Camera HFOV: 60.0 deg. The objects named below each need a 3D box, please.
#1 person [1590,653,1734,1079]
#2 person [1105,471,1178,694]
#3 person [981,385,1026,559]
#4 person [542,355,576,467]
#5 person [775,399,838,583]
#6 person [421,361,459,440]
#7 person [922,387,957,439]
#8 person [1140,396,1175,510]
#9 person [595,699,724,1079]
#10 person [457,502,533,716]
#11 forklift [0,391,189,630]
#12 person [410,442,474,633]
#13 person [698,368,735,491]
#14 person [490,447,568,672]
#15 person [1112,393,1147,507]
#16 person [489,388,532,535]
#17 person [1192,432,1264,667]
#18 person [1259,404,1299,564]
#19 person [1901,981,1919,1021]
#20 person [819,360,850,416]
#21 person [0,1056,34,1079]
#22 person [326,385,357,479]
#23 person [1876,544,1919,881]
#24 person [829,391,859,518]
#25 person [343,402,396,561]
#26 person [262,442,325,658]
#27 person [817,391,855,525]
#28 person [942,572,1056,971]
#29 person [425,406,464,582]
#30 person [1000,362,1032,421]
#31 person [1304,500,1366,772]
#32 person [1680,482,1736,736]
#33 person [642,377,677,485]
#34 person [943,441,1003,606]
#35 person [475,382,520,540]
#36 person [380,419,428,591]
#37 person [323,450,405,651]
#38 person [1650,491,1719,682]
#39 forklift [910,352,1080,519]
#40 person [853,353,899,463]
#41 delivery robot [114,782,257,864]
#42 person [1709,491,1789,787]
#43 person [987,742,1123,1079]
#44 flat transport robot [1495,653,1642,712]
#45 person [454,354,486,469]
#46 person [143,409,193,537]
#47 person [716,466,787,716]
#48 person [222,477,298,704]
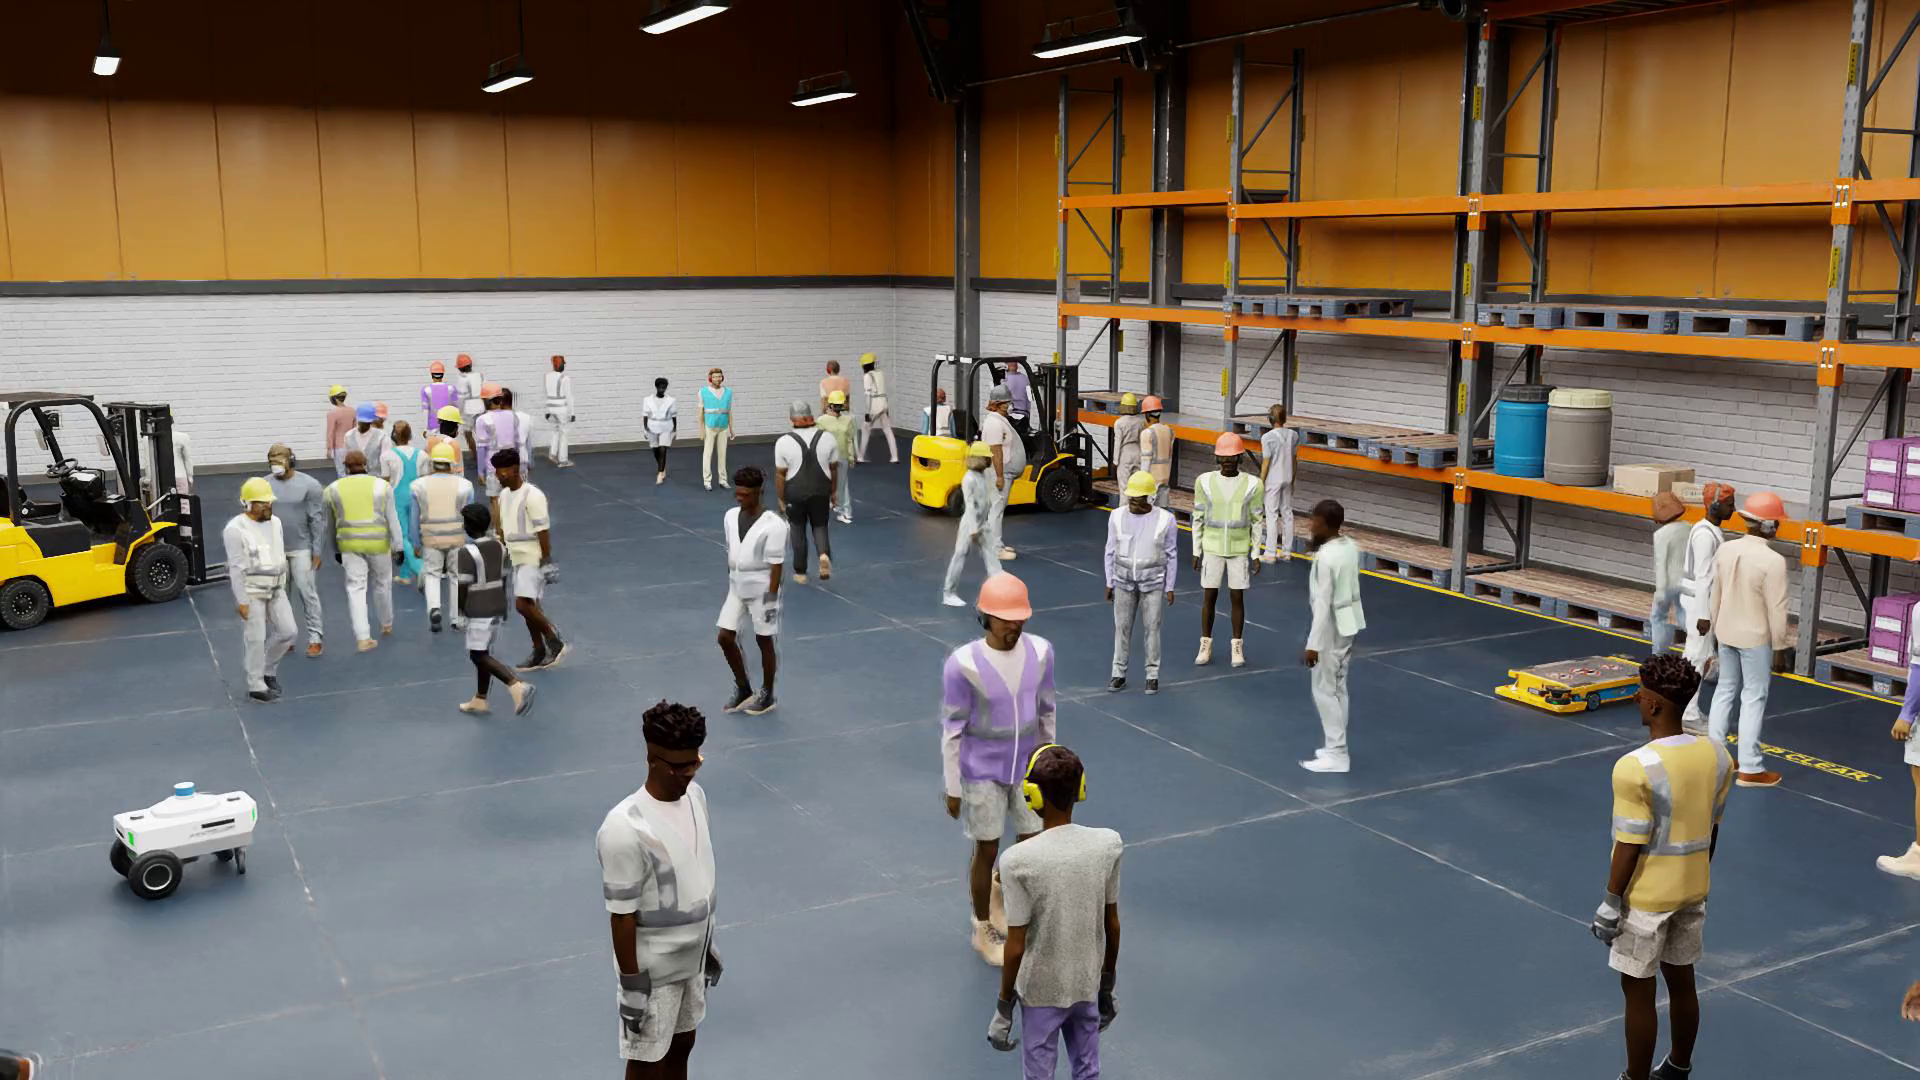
[{"bbox_3d":[2.868,1.428,6.853,0.604,1.966,0.367,-5,11,-27],"label":"person"},{"bbox_3d":[1.457,0.344,13.498,0.588,1.827,0.404,3,10,17],"label":"person"},{"bbox_3d":[0.510,-0.807,19.507,0.535,2.000,0.674,0,10,-1],"label":"person"},{"bbox_3d":[-6.662,-2.150,27.703,0.613,1.870,0.396,6,12,32],"label":"person"},{"bbox_3d":[-1.655,-0.522,17.869,0.697,2.000,0.655,-3,10,-18],"label":"person"},{"bbox_3d":[-7.851,-1.732,25.125,0.543,1.939,0.360,-5,11,-27],"label":"person"},{"bbox_3d":[-0.292,-1.385,24.017,0.516,1.631,0.315,-3,10,-15],"label":"person"},{"bbox_3d":[2.222,-0.692,19.174,0.374,1.928,0.542,9,14,43],"label":"person"},{"bbox_3d":[-1.080,1.550,6.178,0.380,1.958,0.601,4,11,20],"label":"person"},{"bbox_3d":[-3.575,0.550,12.744,0.691,1.669,0.569,4,11,21],"label":"person"},{"bbox_3d":[-9.026,-0.363,16.508,1.214,2.155,2.313,6,11,29],"label":"forklift"},{"bbox_3d":[-4.802,0.002,15.491,0.592,1.822,0.549,-2,10,-13],"label":"person"},{"bbox_3d":[-3.676,-1.672,25.046,0.563,1.847,0.388,-6,12,-32],"label":"person"},{"bbox_3d":[-3.721,0.175,14.145,0.465,1.937,0.646,-9,13,-41],"label":"person"},{"bbox_3d":[2.202,-1.049,21.757,0.485,1.745,0.296,-5,11,-27],"label":"person"},{"bbox_3d":[-5.667,-0.961,20.835,0.814,1.881,0.632,8,13,39],"label":"person"},{"bbox_3d":[2.305,0.084,14.373,0.605,2.045,0.377,2,10,12],"label":"person"},{"bbox_3d":[3.649,-0.644,19.146,0.504,1.842,0.345,-5,11,-27],"label":"person"},{"bbox_3d":[3.566,1.654,5.784,0.986,1.895,0.612,5,11,27],"label":"person"},{"bbox_3d":[-2.077,-2.067,27.468,0.588,1.787,0.992,-5,11,-27],"label":"person"},{"bbox_3d":[-3.974,1.573,6.367,0.532,1.850,0.587,3,10,18],"label":"person"},{"bbox_3d":[-8.559,-1.273,23.035,0.368,1.751,0.524,4,11,23],"label":"person"},{"bbox_3d":[5.565,0.933,9.506,0.605,2.036,0.388,-5,11,-27],"label":"person"},{"bbox_3d":[-1.694,-1.175,22.599,0.489,1.690,0.888,-7,12,-36],"label":"person"},{"bbox_3d":[-6.691,-0.621,18.843,0.631,1.890,0.893,1,10,6],"label":"person"},{"bbox_3d":[-5.906,0.095,14.655,0.640,1.929,0.380,0,10,2],"label":"person"},{"bbox_3d":[-1.630,-1.080,21.869,0.523,1.769,0.322,-5,11,-28],"label":"person"},{"bbox_3d":[0.208,1.141,8.307,0.657,2.034,0.530,-5,11,-28],"label":"person"},{"bbox_3d":[-5.554,-0.501,18.102,0.585,1.917,0.382,9,13,41],"label":"person"},{"bbox_3d":[0.834,-1.991,26.728,0.639,1.904,0.407,-5,11,-27],"label":"person"},{"bbox_3d":[2.605,0.660,11.512,0.373,1.893,0.640,6,12,31],"label":"person"},{"bbox_3d":[5.562,0.501,12.427,0.337,1.883,0.584,5,11,25],"label":"person"},{"bbox_3d":[-4.653,-1.729,25.893,0.528,1.663,0.816,0,10,-2],"label":"person"},{"bbox_3d":[0.206,-0.144,16.661,0.918,1.690,0.501,6,11,29],"label":"person"},{"bbox_3d":[-5.556,-0.881,20.005,0.461,2.029,0.618,8,12,37],"label":"person"},{"bbox_3d":[-5.846,-0.365,17.622,0.829,1.823,0.525,9,13,41],"label":"person"},{"bbox_3d":[-5.424,0.071,15.202,0.673,1.777,0.958,-2,10,-12],"label":"person"},{"bbox_3d":[6.025,0.389,13.903,0.551,1.600,0.732,-7,12,-34],"label":"person"},{"bbox_3d":[0.460,-1.461,22.833,2.313,2.155,1.214,-5,11,-28],"label":"forklift"},{"bbox_3d":[-1.467,-2.216,28.121,0.961,1.860,0.693,5,11,29],"label":"person"},{"bbox_3d":[-4.407,1.628,9.493,0.707,0.478,0.477,-8,13,-38],"label":"delivery robot"},{"bbox_3d":[5.322,0.659,11.200,0.391,1.993,0.620,-3,10,-16],"label":"person"},{"bbox_3d":[0.338,1.635,5.964,0.519,1.865,0.328,-5,11,-27],"label":"person"},{"bbox_3d":[5.076,1.140,13.389,1.431,0.197,0.652,-5,11,-28],"label":"flat transport robot"},{"bbox_3d":[-8.031,-2.115,27.476,0.521,1.903,0.650,6,11,29],"label":"person"},{"bbox_3d":[-9.417,-0.721,19.821,0.524,1.762,0.325,-5,11,-27],"label":"person"},{"bbox_3d":[-1.624,0.404,12.766,0.618,1.948,0.567,7,12,34],"label":"person"},{"bbox_3d":[-5.541,0.402,13.190,0.428,1.817,0.605,4,11,21],"label":"person"}]
